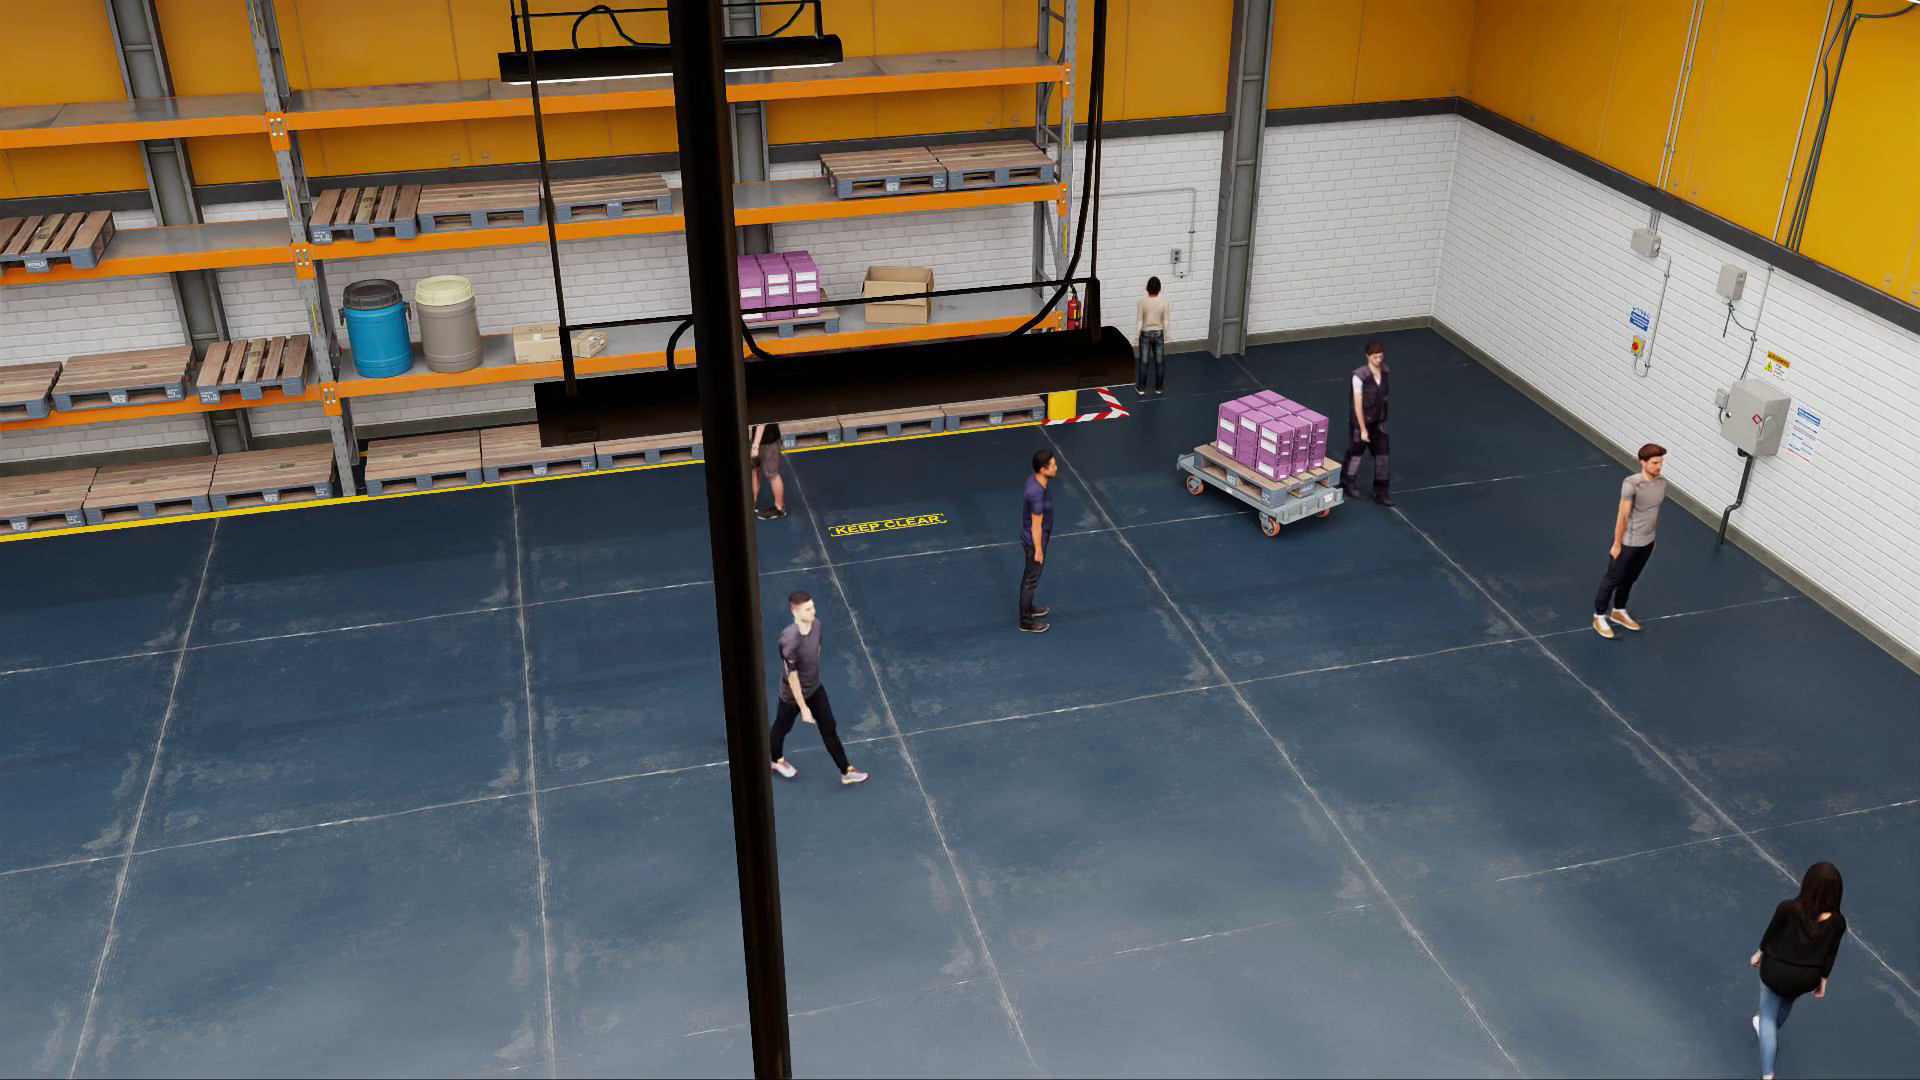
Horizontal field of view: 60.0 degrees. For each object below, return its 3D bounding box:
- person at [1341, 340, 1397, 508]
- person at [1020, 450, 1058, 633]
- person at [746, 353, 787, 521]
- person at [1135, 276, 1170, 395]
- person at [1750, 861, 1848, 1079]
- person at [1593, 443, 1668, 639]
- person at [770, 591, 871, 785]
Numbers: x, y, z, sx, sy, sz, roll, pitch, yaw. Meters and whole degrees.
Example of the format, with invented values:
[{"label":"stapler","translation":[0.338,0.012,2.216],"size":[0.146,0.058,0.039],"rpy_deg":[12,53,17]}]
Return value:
[{"label":"person","translation":[4.193,-1.262,17.404],"size":[0.913,1.818,0.800],"rpy_deg":[-13,31,-23]},{"label":"person","translation":[0.677,-0.014,15.148],"size":[0.647,1.788,0.691],"rpy_deg":[1,29,2]},{"label":"person","translation":[-1.920,-1.069,17.018],"size":[0.814,1.850,0.711],"rpy_deg":[-6,29,-11]},{"label":"person","translation":[2.301,-2.454,19.960],"size":[0.527,1.465,0.657],"rpy_deg":[0,29,0]},{"label":"person","translation":[5.150,2.723,10.310],"size":[1.071,1.618,0.952],"rpy_deg":[6,29,11]},{"label":"person","translation":[6.094,-0.022,15.054],"size":[0.537,1.893,0.752],"rpy_deg":[-13,31,-22]},{"label":"person","translation":[-1.316,1.172,13.045],"size":[1.146,1.721,1.135],"rpy_deg":[18,34,30]}]
